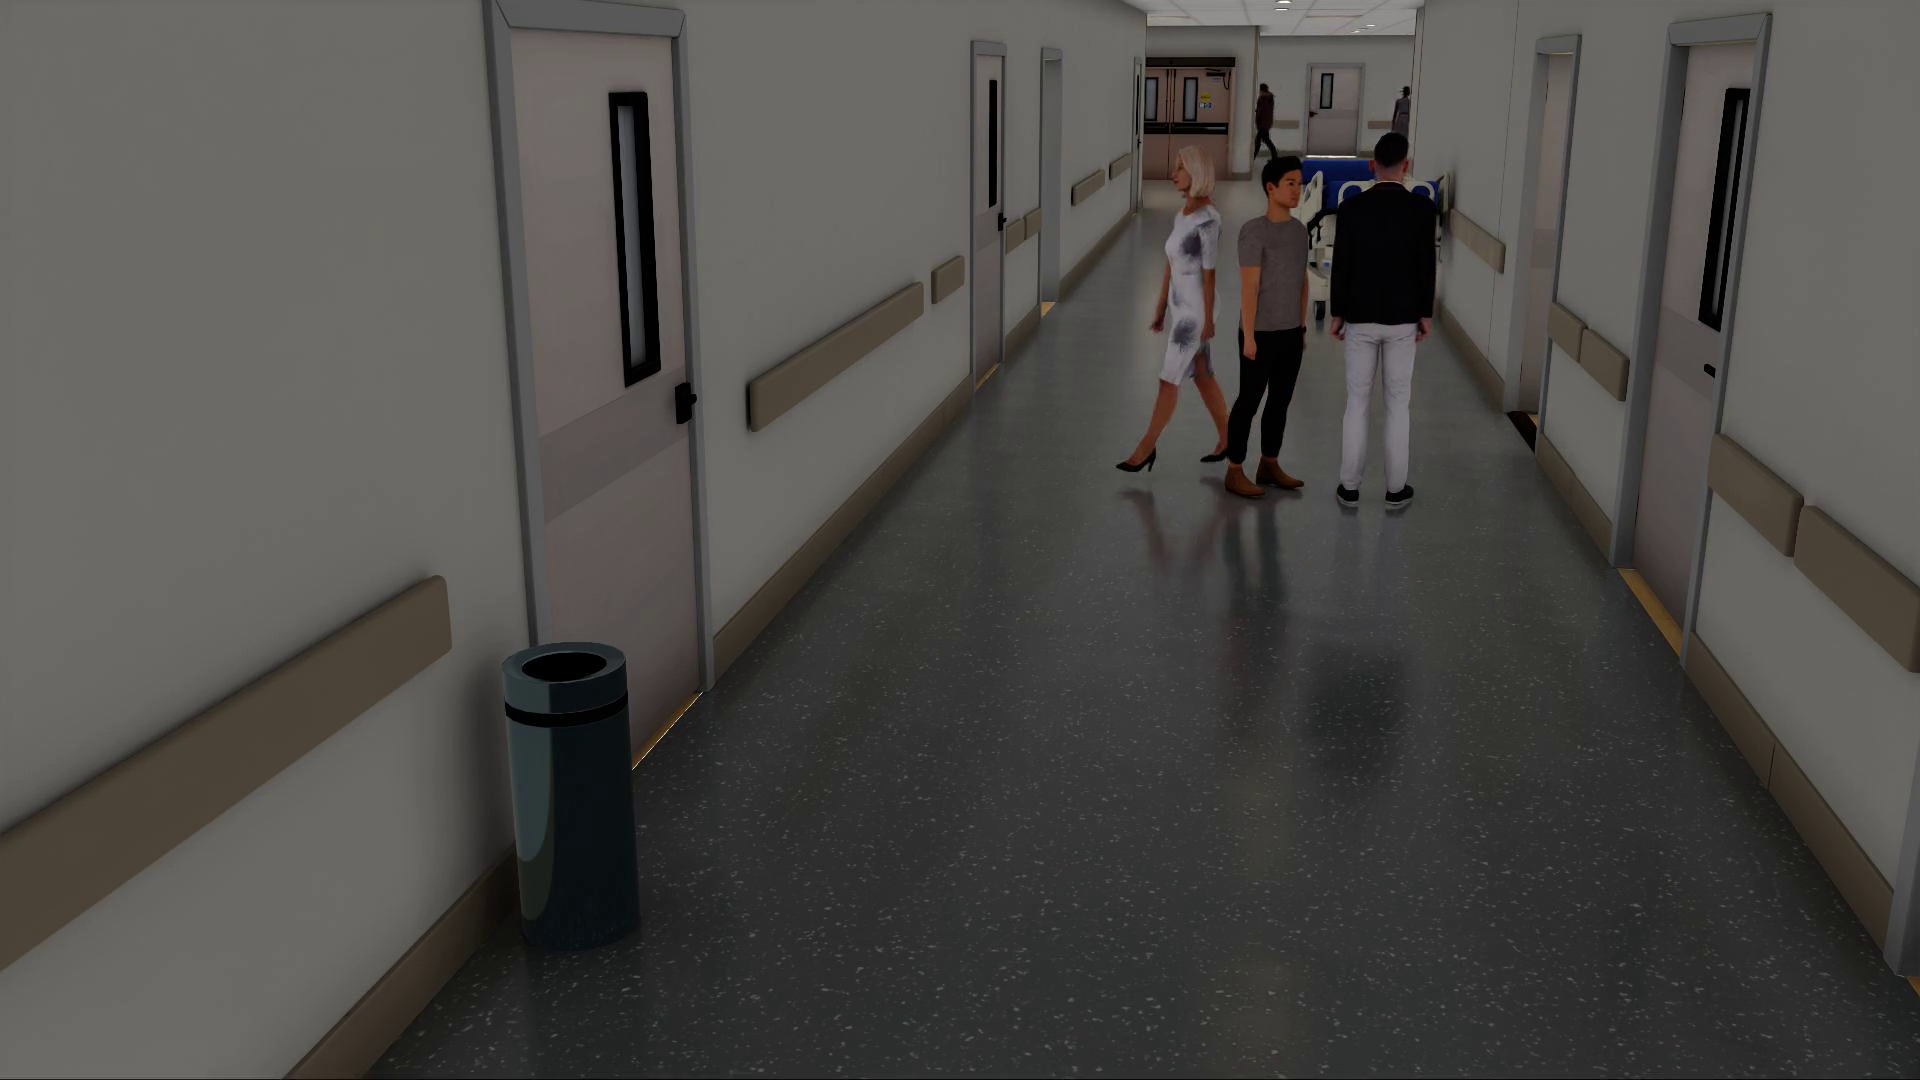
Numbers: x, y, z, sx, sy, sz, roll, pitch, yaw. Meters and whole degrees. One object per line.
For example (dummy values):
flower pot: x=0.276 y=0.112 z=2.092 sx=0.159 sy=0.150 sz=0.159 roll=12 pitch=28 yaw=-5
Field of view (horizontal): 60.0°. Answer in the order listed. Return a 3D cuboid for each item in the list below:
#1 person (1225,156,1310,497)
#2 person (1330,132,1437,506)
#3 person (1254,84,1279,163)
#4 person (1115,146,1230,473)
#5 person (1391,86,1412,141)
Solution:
person: x=1.585 y=-1.093 z=8.508 sx=0.666 sy=1.717 sz=0.722 roll=-11 pitch=19 yaw=-35
person: x=2.096 y=-1.093 z=8.293 sx=0.530 sy=1.836 sz=0.741 roll=5 pitch=16 yaw=17
person: x=7.246 y=-9.792 z=39.223 sx=1.337 sy=1.795 sz=1.110 roll=12 pitch=20 yaw=36
person: x=1.305 y=-1.198 z=8.894 sx=1.071 sy=1.711 sz=0.829 roll=-4 pitch=16 yaw=-13
person: x=10.230 y=-9.542 z=38.431 sx=1.182 sy=1.743 sz=0.968 roll=8 pitch=17 yaw=25
